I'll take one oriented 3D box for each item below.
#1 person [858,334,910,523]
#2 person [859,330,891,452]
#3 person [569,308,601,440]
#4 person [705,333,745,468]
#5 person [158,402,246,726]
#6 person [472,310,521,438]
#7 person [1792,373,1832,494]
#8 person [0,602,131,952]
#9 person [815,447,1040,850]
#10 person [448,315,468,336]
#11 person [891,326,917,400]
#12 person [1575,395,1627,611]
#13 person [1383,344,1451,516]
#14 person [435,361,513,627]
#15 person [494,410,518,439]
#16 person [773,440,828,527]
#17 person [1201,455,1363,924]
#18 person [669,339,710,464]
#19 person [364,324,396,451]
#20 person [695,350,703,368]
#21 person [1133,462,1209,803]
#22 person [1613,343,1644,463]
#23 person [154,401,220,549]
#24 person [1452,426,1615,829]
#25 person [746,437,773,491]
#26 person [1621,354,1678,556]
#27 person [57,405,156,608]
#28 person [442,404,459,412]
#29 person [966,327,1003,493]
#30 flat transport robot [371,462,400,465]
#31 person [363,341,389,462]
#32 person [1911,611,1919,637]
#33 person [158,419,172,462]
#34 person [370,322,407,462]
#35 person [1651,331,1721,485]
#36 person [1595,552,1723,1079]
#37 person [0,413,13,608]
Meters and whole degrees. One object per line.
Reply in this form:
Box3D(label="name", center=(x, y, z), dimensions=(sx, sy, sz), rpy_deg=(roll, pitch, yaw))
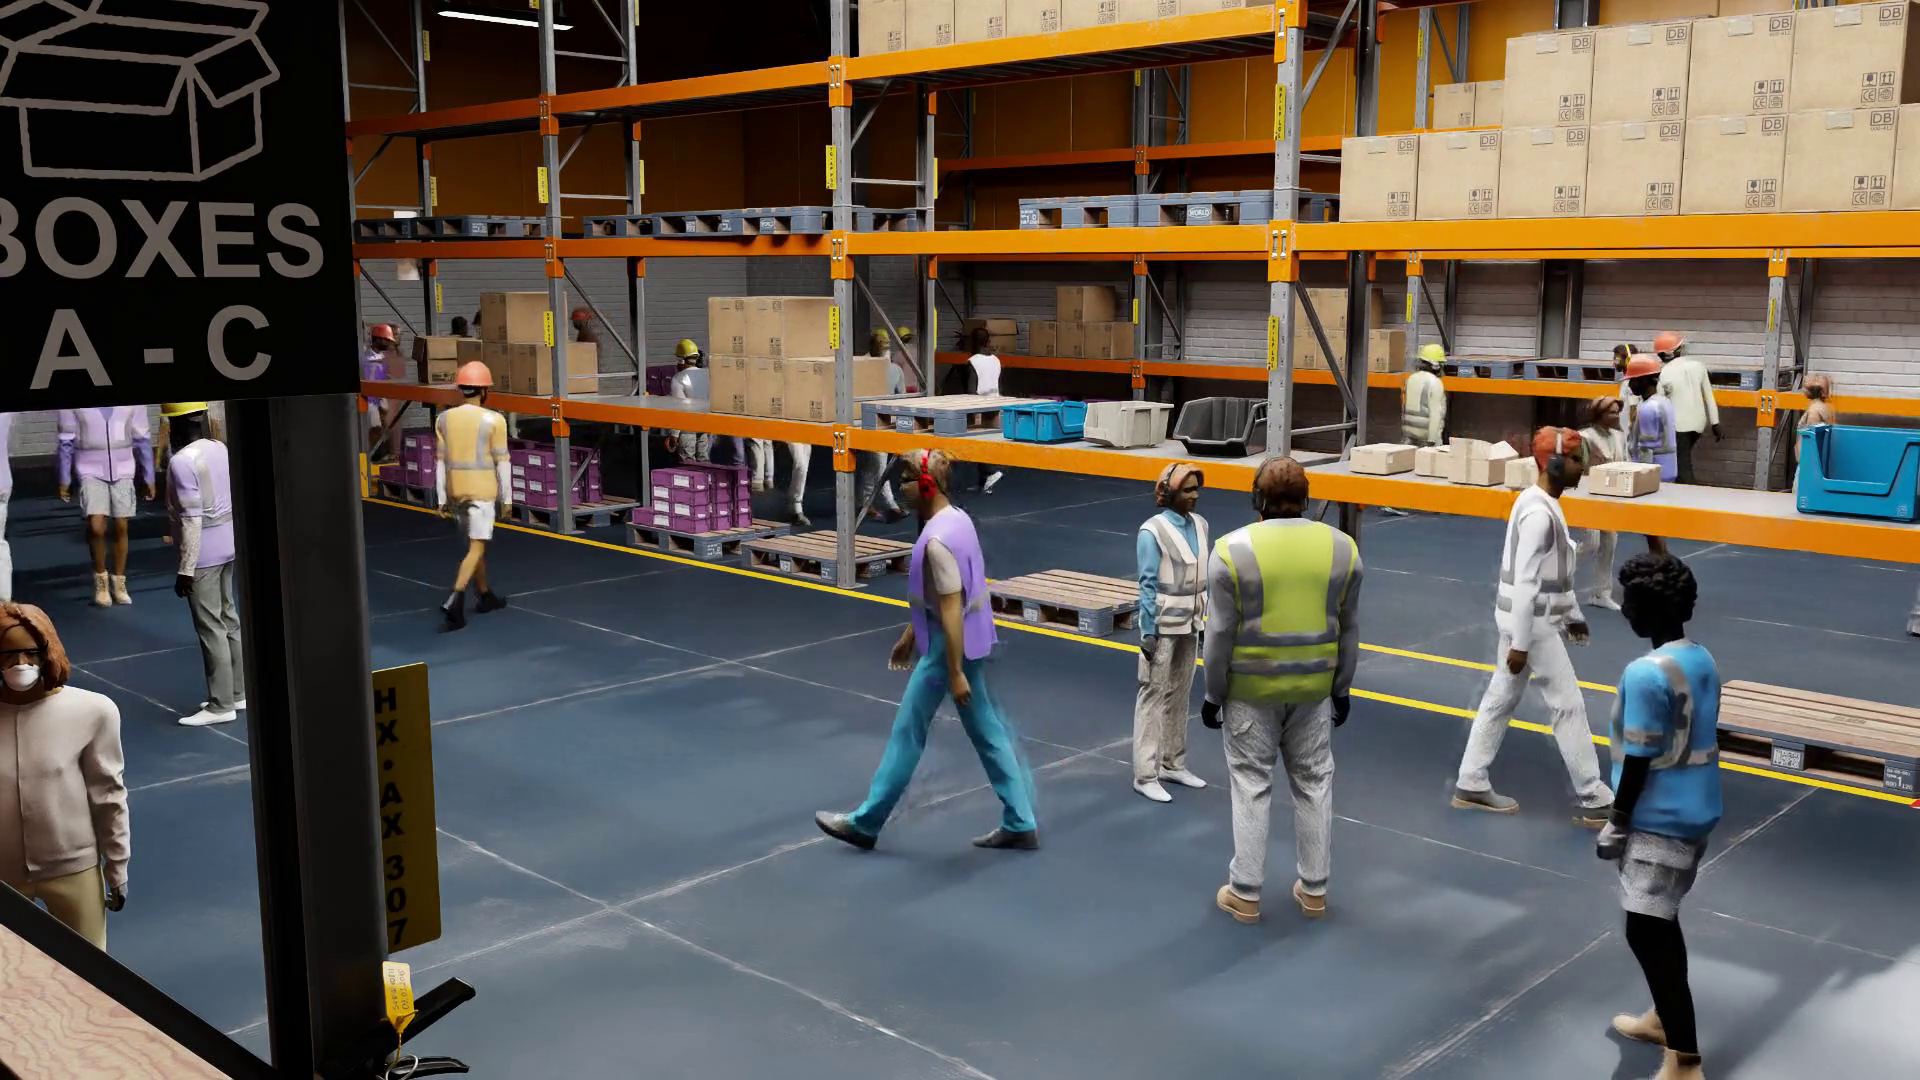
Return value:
Box3D(label="person", center=(-0.756, -1.128, 16.851), dimensions=(0.649, 1.890, 0.975), rpy_deg=(-9, 13, -43))
Box3D(label="person", center=(-1.102, -2.047, 23.052), dimensions=(0.560, 1.709, 0.918), rpy_deg=(-9, 13, -43))
Box3D(label="person", center=(-5.631, -2.480, 24.902), dimensions=(0.523, 1.975, 0.613), rpy_deg=(-5, 11, -29))
Box3D(label="person", center=(-3.065, -1.744, 20.708), dimensions=(0.873, 1.869, 0.685), rpy_deg=(4, 10, 22))
Box3D(label="person", center=(-4.265, 0.085, 9.346), dimensions=(0.383, 1.923, 0.590), rpy_deg=(0, 9, -2))
Box3D(label="person", center=(-6.430, -2.182, 22.894), dimensions=(0.745, 2.000, 0.700), rpy_deg=(-7, 12, -38))
Box3D(label="person", center=(7.786, -0.702, 15.086), dimensions=(0.576, 1.619, 0.526), rpy_deg=(7, 12, 36))
Box3D(label="person", center=(-2.661, 0.976, 4.798), dimensions=(0.497, 1.629, 0.276), rpy_deg=(-4, 10, -24))
Box3D(label="person", center=(-0.105, 0.492, 7.262), dimensions=(0.992, 1.791, 0.560), rpy_deg=(2, 9, 10))
Box3D(label="person", center=(-7.126, -2.182, 23.300), dimensions=(0.486, 1.921, 0.783), rpy_deg=(-7, 11, -36))
Box3D(label="person", center=(-0.743, -2.231, 24.111), dimensions=(0.525, 1.739, 0.798), rpy_deg=(-4, 10, -21))
Box3D(label="person", center=(4.784, -0.287, 12.537), dimensions=(0.531, 1.624, 0.457), rpy_deg=(-5, 11, -29))
Box3D(label="person", center=(4.773, -1.121, 17.191), dimensions=(0.874, 1.794, 0.595), rpy_deg=(-4, 10, -22))
Box3D(label="person", center=(-3.561, -0.338, 12.046), dimensions=(0.555, 1.906, 0.931), rpy_deg=(2, 10, 14))
Box3D(label="person", center=(-5.839, -1.792, 21.140), dimensions=(0.538, 1.824, 0.791), rpy_deg=(-8, 12, -40))
Box3D(label="person", center=(-1.544, -1.065, 16.576), dimensions=(0.622, 1.862, 0.575), rpy_deg=(8, 12, 42))
Box3D(label="person", center=(1.244, 0.586, 6.538), dimensions=(0.634, 1.839, 0.429), rpy_deg=(-2, 9, -9))
Box3D(label="person", center=(-2.808, -1.160, 17.257), dimensions=(0.403, 1.835, 0.587), rpy_deg=(6, 11, 31))
Box3D(label="person", center=(-7.127, -1.662, 20.198), dimensions=(0.603, 1.887, 0.580), rpy_deg=(0, 9, 3))
Box3D(label="person", center=(-2.963, -1.258, 18.311), dimensions=(0.318, 1.692, 0.543), rpy_deg=(-4, 10, -23))
Box3D(label="person", center=(1.032, 0.435, 8.073), dimensions=(0.310, 1.638, 0.523), rpy_deg=(8, 12, 41))
Box3D(label="person", center=(6.739, -1.033, 16.503), dimensions=(0.756, 1.836, 0.522), rpy_deg=(4, 10, 22))
Box3D(label="person", center=(-6.904, -0.755, 14.910), dimensions=(0.963, 1.801, 0.533), rpy_deg=(4, 10, 25))
Box3D(label="person", center=(2.755, 0.404, 7.642), dimensions=(0.951, 1.842, 0.594), rpy_deg=(3, 10, 15))
Box3D(label="person", center=(-2.358, -1.483, 19.213), dimensions=(0.429, 1.841, 0.646), rpy_deg=(3, 10, 19))
Box3D(label="person", center=(5.308, -0.476, 12.846), dimensions=(0.472, 1.912, 0.583), rpy_deg=(6, 11, 31))
Box3D(label="person", center=(-6.408, -0.487, 12.534), dimensions=(0.635, 2.021, 0.606), rpy_deg=(-7, 12, -39))
Box3D(label="person", center=(-6.685, -1.775, 21.747), dimensions=(0.335, 1.603, 0.572), rpy_deg=(-4, 10, -22))
Box3D(label="person", center=(0.259, -1.464, 18.916), dimensions=(0.459, 1.901, 0.610), rpy_deg=(6, 11, 33))
Box3D(label="flat transport robot", center=(-7.179, -0.802, 19.843), dimensions=(1.431, 0.197, 0.652), rpy_deg=(-2, 10, -15))
Box3D(label="person", center=(-7.561, -1.828, 21.039), dimensions=(0.492, 1.933, 0.654), rpy_deg=(-1, 9, -6))
Box3D(label="person", center=(6.862, -0.163, 11.150), dimensions=(0.675, 1.842, 0.848), rpy_deg=(-3, 10, -16))
Box3D(label="person", center=(-8.385, -1.270, 17.973), dimensions=(0.361, 1.831, 0.626), rpy_deg=(4, 10, 23))
Box3D(label="person", center=(-7.235, -1.787, 20.932), dimensions=(0.571, 1.893, 0.668), rpy_deg=(1, 9, 7))
Box3D(label="person", center=(7.283, -1.149, 16.899), dimensions=(0.684, 1.925, 0.943), rpy_deg=(-3, 10, -18))
Box3D(label="person", center=(2.211, 0.894, 5.157), dimensions=(0.482, 1.674, 0.728), rpy_deg=(8, 12, 40))
Box3D(label="person", center=(-7.097, -0.346, 12.016), dimensions=(0.448, 1.913, 0.639), rpy_deg=(1, 9, 4))
